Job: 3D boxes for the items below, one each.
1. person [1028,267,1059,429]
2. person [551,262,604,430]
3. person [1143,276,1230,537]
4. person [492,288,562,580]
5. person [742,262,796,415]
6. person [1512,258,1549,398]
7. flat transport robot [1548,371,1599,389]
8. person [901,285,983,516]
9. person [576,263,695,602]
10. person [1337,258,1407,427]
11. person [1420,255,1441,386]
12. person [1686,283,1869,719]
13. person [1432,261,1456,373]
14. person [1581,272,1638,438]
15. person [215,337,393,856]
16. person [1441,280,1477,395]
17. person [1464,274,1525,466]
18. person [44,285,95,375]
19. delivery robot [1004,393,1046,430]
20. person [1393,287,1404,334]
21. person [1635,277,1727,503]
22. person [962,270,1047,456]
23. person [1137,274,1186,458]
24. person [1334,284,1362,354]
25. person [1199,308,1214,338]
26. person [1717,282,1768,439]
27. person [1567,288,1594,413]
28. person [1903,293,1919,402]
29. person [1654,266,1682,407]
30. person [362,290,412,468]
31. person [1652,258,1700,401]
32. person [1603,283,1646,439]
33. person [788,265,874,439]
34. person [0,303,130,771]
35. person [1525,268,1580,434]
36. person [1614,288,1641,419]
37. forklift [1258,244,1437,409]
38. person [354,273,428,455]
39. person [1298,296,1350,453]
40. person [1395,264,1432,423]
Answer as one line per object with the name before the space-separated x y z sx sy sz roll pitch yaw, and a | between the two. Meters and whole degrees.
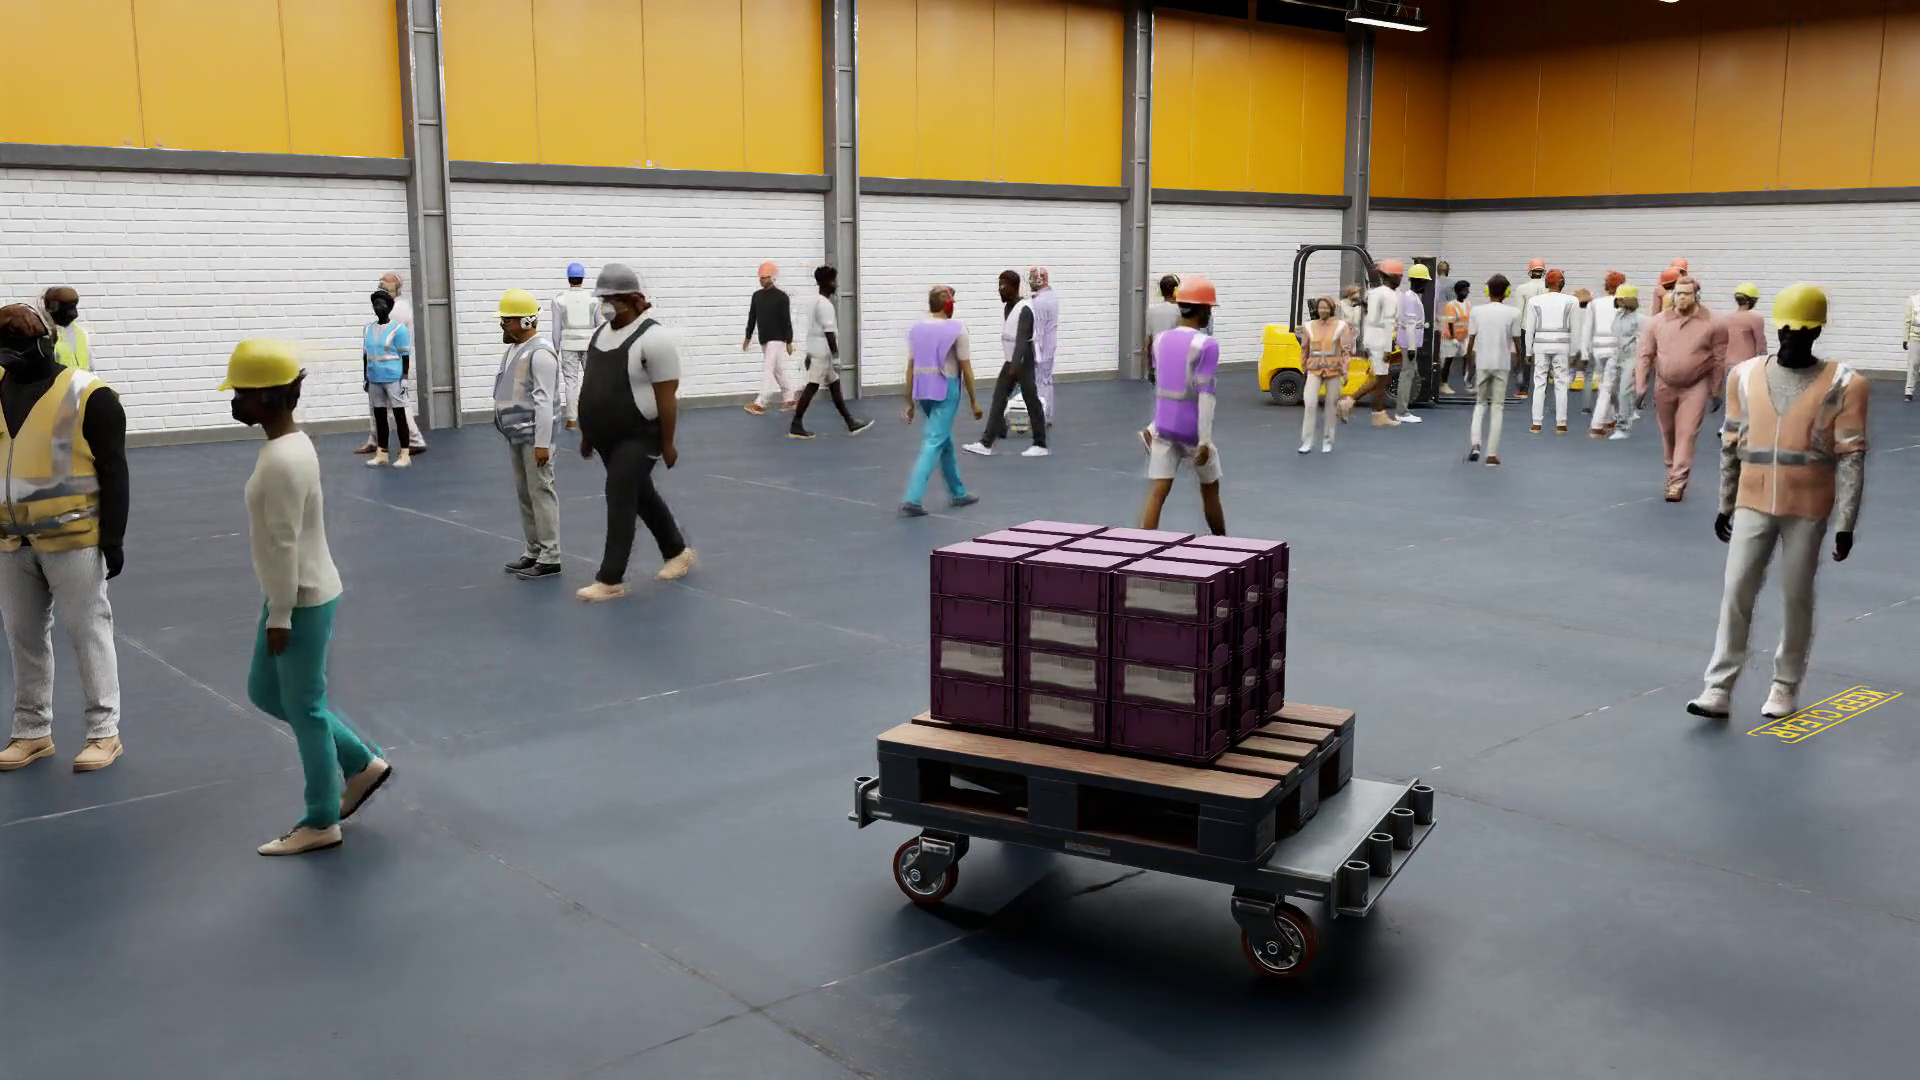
person | 0.940 -2.250 19.538 0.405 1.902 0.639 3 10 15
person | -4.442 -2.245 19.354 0.605 1.948 0.404 -3 10 -18
person | 1.474 -0.703 10.487 0.972 1.884 0.566 -8 13 -39
person | -2.724 -0.663 10.474 0.404 1.824 0.586 -7 12 -36
person | -2.445 -2.597 21.456 0.619 1.946 1.018 9 13 43
person | 8.197 -3.018 23.742 0.611 1.996 0.379 0 10 -1
flat transport robot | 9.526 -2.467 25.557 0.652 0.197 1.431 1 10 8
person | -0.167 -1.098 13.116 0.567 1.805 0.987 9 13 42
person | -1.969 -0.706 10.075 0.689 2.000 1.000 9 13 44
person | 4.823 -2.299 19.510 0.793 2.014 0.619 -1 10 -7
person | 7.189 -3.404 25.863 0.373 2.043 0.615 9 13 44
person | 3.494 -0.133 7.111 0.615 1.899 0.779 9 13 42
person | 8.306 -3.845 28.746 0.370 1.941 0.627 -8 13 -39
person | 7.382 -2.084 18.712 0.989 1.835 0.581 -8 12 -39
person | -2.235 0.201 5.597 0.407 1.757 0.525 -4 11 -24
person | 7.260 -2.909 24.045 0.552 1.659 0.765 -6 11 -30
person | 5.181 -1.639 16.103 0.533 1.853 0.457 6 11 31
person | -7.010 -1.060 12.829 0.677 1.814 0.670 3 10 16
delivery robot | 0.733 -1.474 18.638 0.477 0.478 0.707 3 10 15
person | 6.356 -3.117 24.827 0.641 1.825 0.643 -5 11 -27
person | 6.055 -1.280 14.005 0.663 1.856 1.005 7 12 35
person | 0.476 -1.751 16.683 0.989 1.867 0.606 -5 11 -28
person | 2.016 -1.688 16.383 0.653 1.850 0.536 -7 12 -37
person | 5.636 -2.950 24.451 0.540 1.613 0.488 -6 11 -30
person | 3.659 -3.121 25.403 0.276 1.633 0.507 -9 13 -43
person | 8.261 -1.852 17.642 0.620 1.749 0.539 -4 10 -21
person | 7.950 -2.419 21.354 0.531 1.617 0.520 7 12 36
person | 13.377 -2.803 22.997 0.606 1.824 0.404 6 12 33
person | 9.582 -2.702 22.227 0.715 1.897 0.340 -7 12 -35
person | -5.494 -1.535 15.920 0.540 1.699 0.315 4 10 20
person | 9.890 -2.894 23.018 0.622 1.994 0.381 4 10 20
person | 7.395 -1.976 18.446 0.480 1.730 0.487 -5 11 -29
person | -1.464 -2.078 18.463 1.020 1.911 0.629 -3 10 -16
person | -3.597 -0.002 6.535 0.637 1.842 0.429 0 10 2
person | 6.747 -2.148 18.981 0.576 1.883 0.362 4 10 22
person | 8.288 -2.329 20.758 0.314 1.637 0.514 -4 11 -23
forklift | 5.256 -2.933 22.661 2.313 2.155 1.214 3 10 16
person | -5.811 -1.774 16.894 0.630 1.860 0.665 -5 11 -27
person | 3.703 -1.668 16.955 0.530 1.608 0.752 4 10 22
person | 5.529 -2.395 20.299 0.386 1.922 0.594 3 10 15
